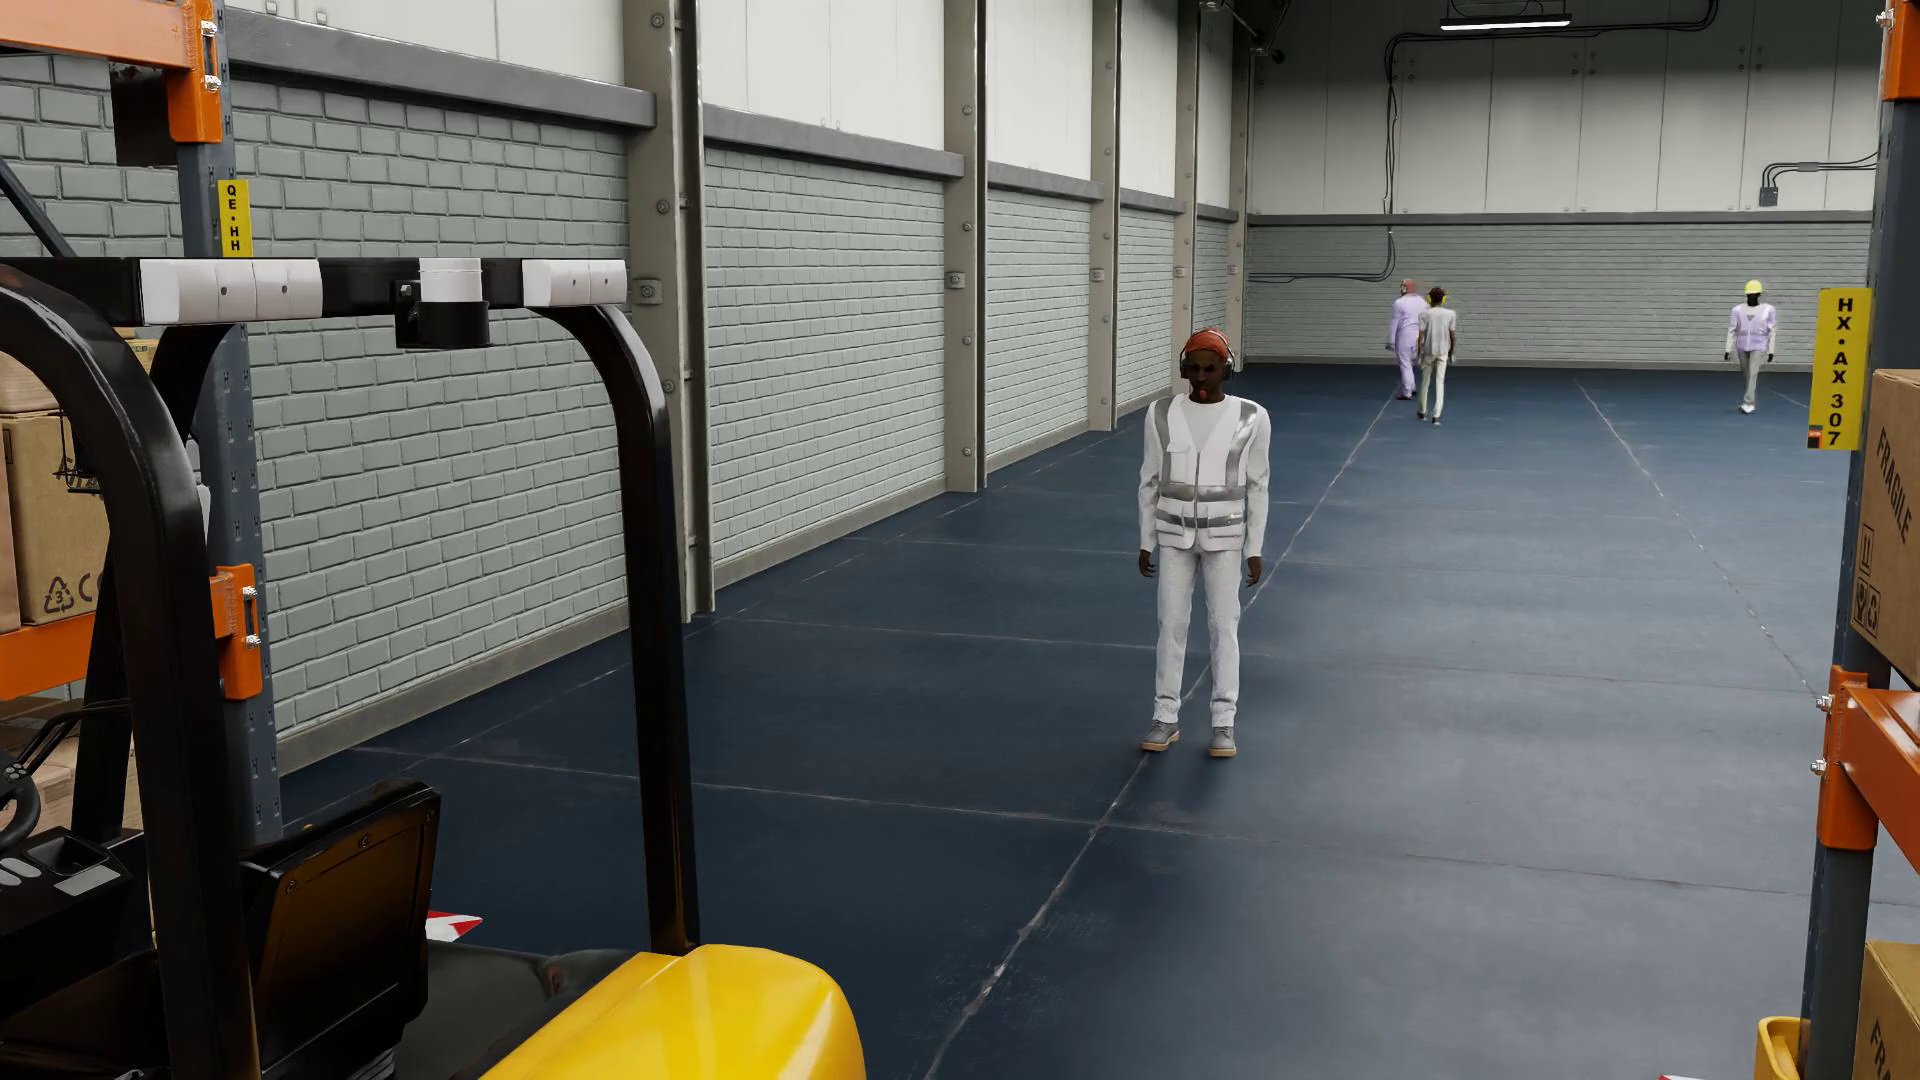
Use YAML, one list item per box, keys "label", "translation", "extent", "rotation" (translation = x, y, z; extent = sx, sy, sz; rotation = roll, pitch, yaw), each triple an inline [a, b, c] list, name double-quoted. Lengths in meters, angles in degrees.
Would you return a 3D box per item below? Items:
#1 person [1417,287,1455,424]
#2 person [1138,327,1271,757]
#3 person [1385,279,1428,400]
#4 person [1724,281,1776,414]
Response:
- label: "person"
  translation: [6.399, -2.487, 22.407]
  extent: [0.519, 1.823, 0.968]
  rotation: [2, 10, 10]
- label: "person"
  translation: [1.060, 0.013, 7.321]
  extent: [0.573, 1.887, 0.356]
  rotation: [3, 10, 18]
- label: "person"
  translation: [6.966, -3.132, 26.037]
  extent: [0.644, 1.890, 0.511]
  rotation: [-6, 11, -33]
- label: "person"
  translation: [11.198, -2.727, 23.641]
  extent: [0.608, 1.875, 0.967]
  rotation: [9, 13, 42]
